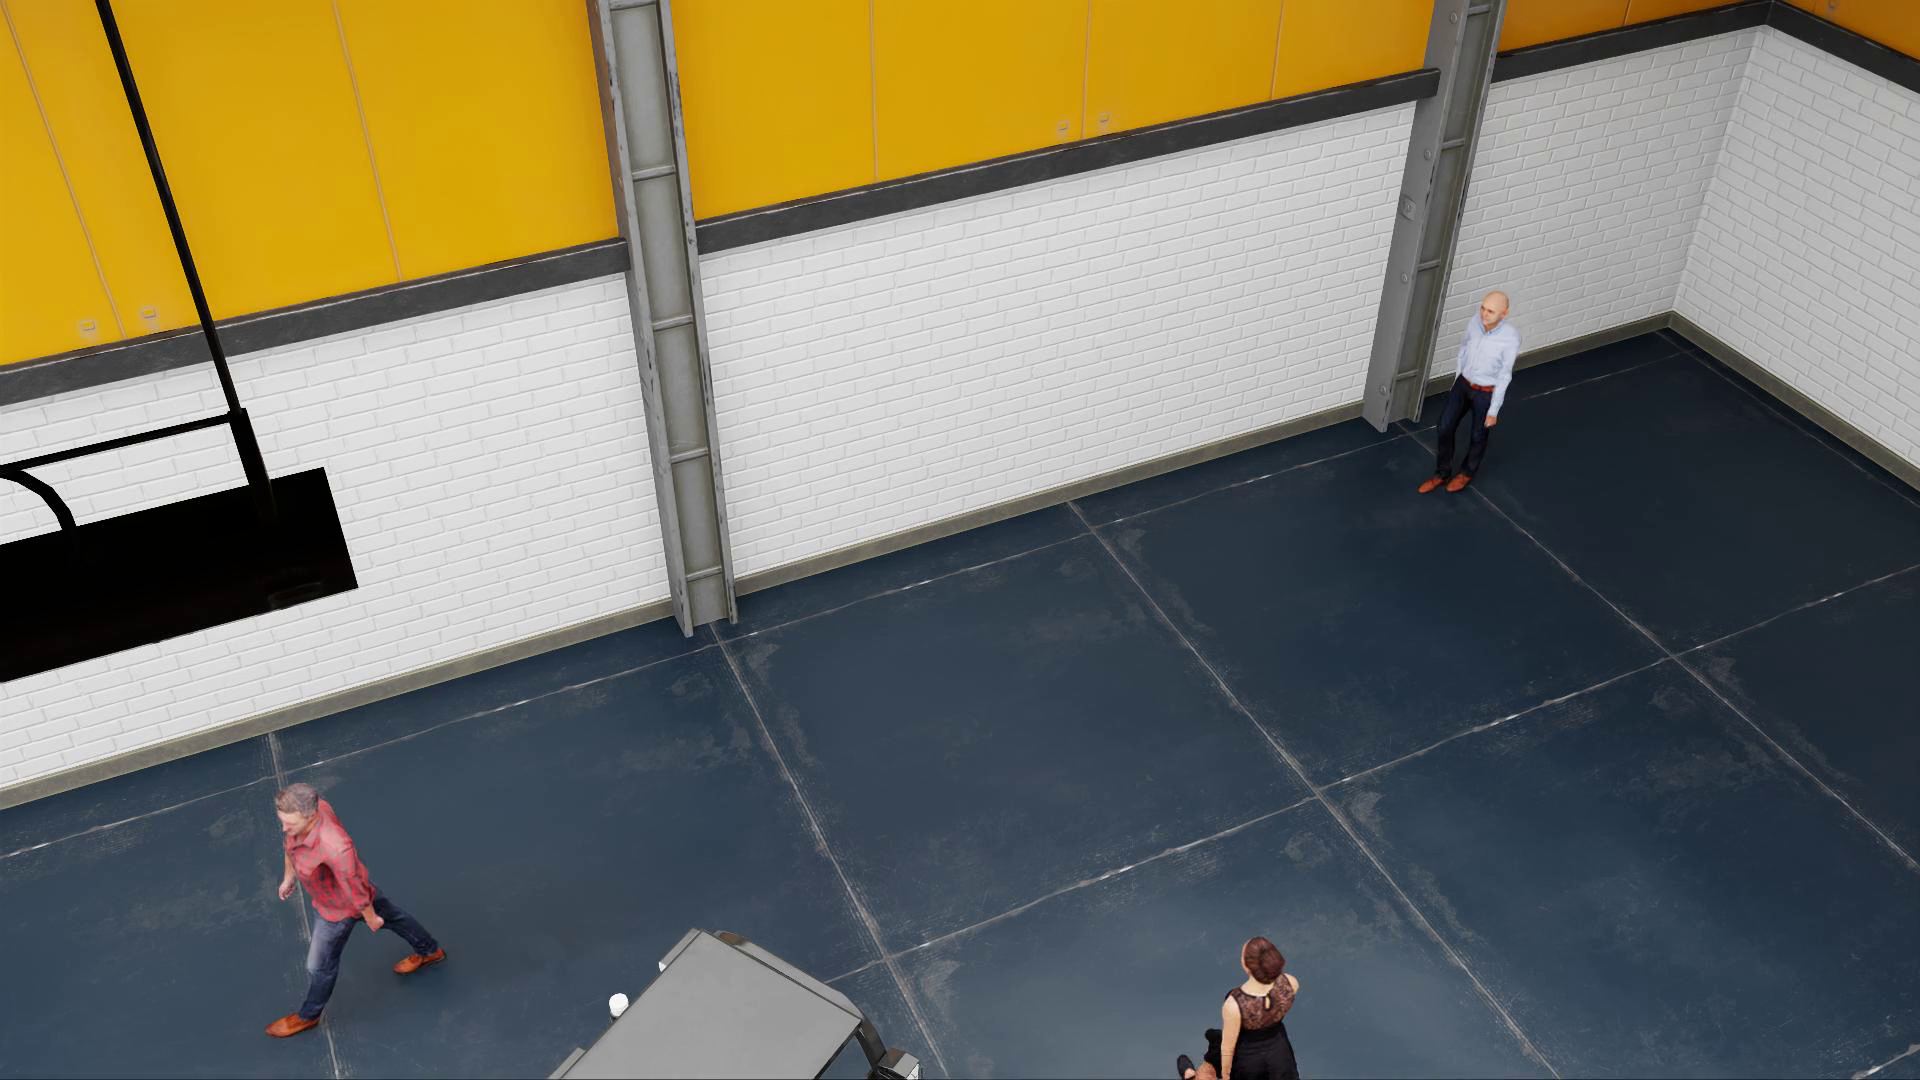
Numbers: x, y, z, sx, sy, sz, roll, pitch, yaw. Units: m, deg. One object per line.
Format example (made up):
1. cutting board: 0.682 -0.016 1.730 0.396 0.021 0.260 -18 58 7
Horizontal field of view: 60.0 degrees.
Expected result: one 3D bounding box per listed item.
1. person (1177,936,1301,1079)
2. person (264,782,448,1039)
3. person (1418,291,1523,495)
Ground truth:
1. person: 1.471 2.586 8.122 1.090 1.624 0.731 -11 40 -13
2. person: -3.207 1.870 8.900 1.251 1.773 0.767 -19 42 -22
3. person: 3.989 -1.138 12.664 0.843 1.776 0.772 -28 46 -30
